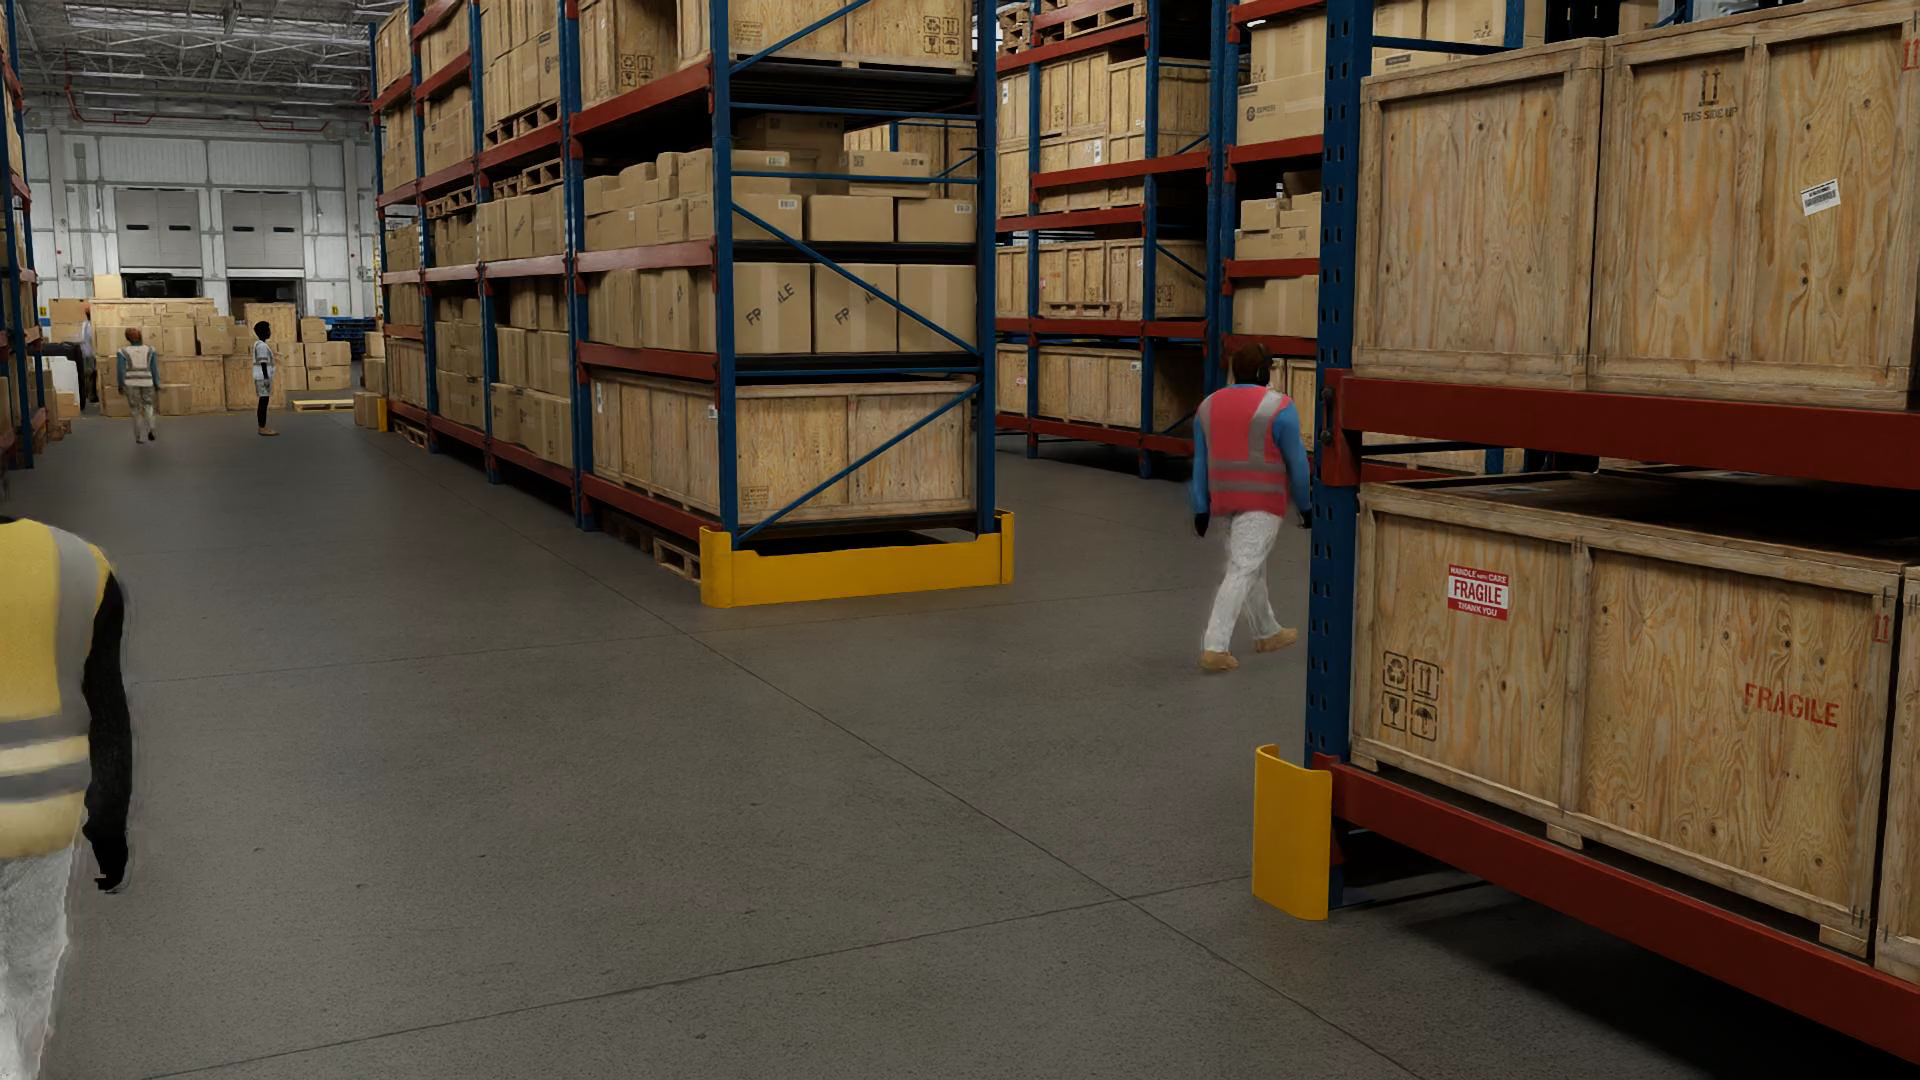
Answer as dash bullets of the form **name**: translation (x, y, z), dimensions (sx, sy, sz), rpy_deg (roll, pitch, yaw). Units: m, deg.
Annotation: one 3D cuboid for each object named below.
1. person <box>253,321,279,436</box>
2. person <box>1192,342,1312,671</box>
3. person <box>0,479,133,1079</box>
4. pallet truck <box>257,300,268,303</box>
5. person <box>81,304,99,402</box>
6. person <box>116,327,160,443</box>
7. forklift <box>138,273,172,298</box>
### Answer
- **person**: translation (-10.287, -2.387, 24.605), dimensions (0.316, 1.696, 0.542), rpy_deg (-4, 9, -26)
- **person**: translation (1.606, -0.192, 9.181), dimensions (0.983, 1.794, 0.616), rpy_deg (-7, 11, -41)
- **person**: translation (-2.178, 0.608, 3.570), dimensions (0.920, 1.796, 0.646), rpy_deg (7, 11, 39)
- **pallet truck**: translation (-23.913, -7.404, 58.171), dimensions (1.885, 1.965, 0.823), rpy_deg (-1, 8, -9)
- **person**: translation (-16.934, -3.644, 32.495), dimensions (0.406, 1.923, 0.582), rpy_deg (-7, 11, -38)
- **person**: translation (-11.521, -2.163, 23.308), dimensions (0.538, 1.620, 0.390), rpy_deg (-7, 11, -40)
- **forklift**: translation (-24.694, -6.828, 51.173), dimensions (1.129, 2.768, 1.873), rpy_deg (0, 8, 2)
